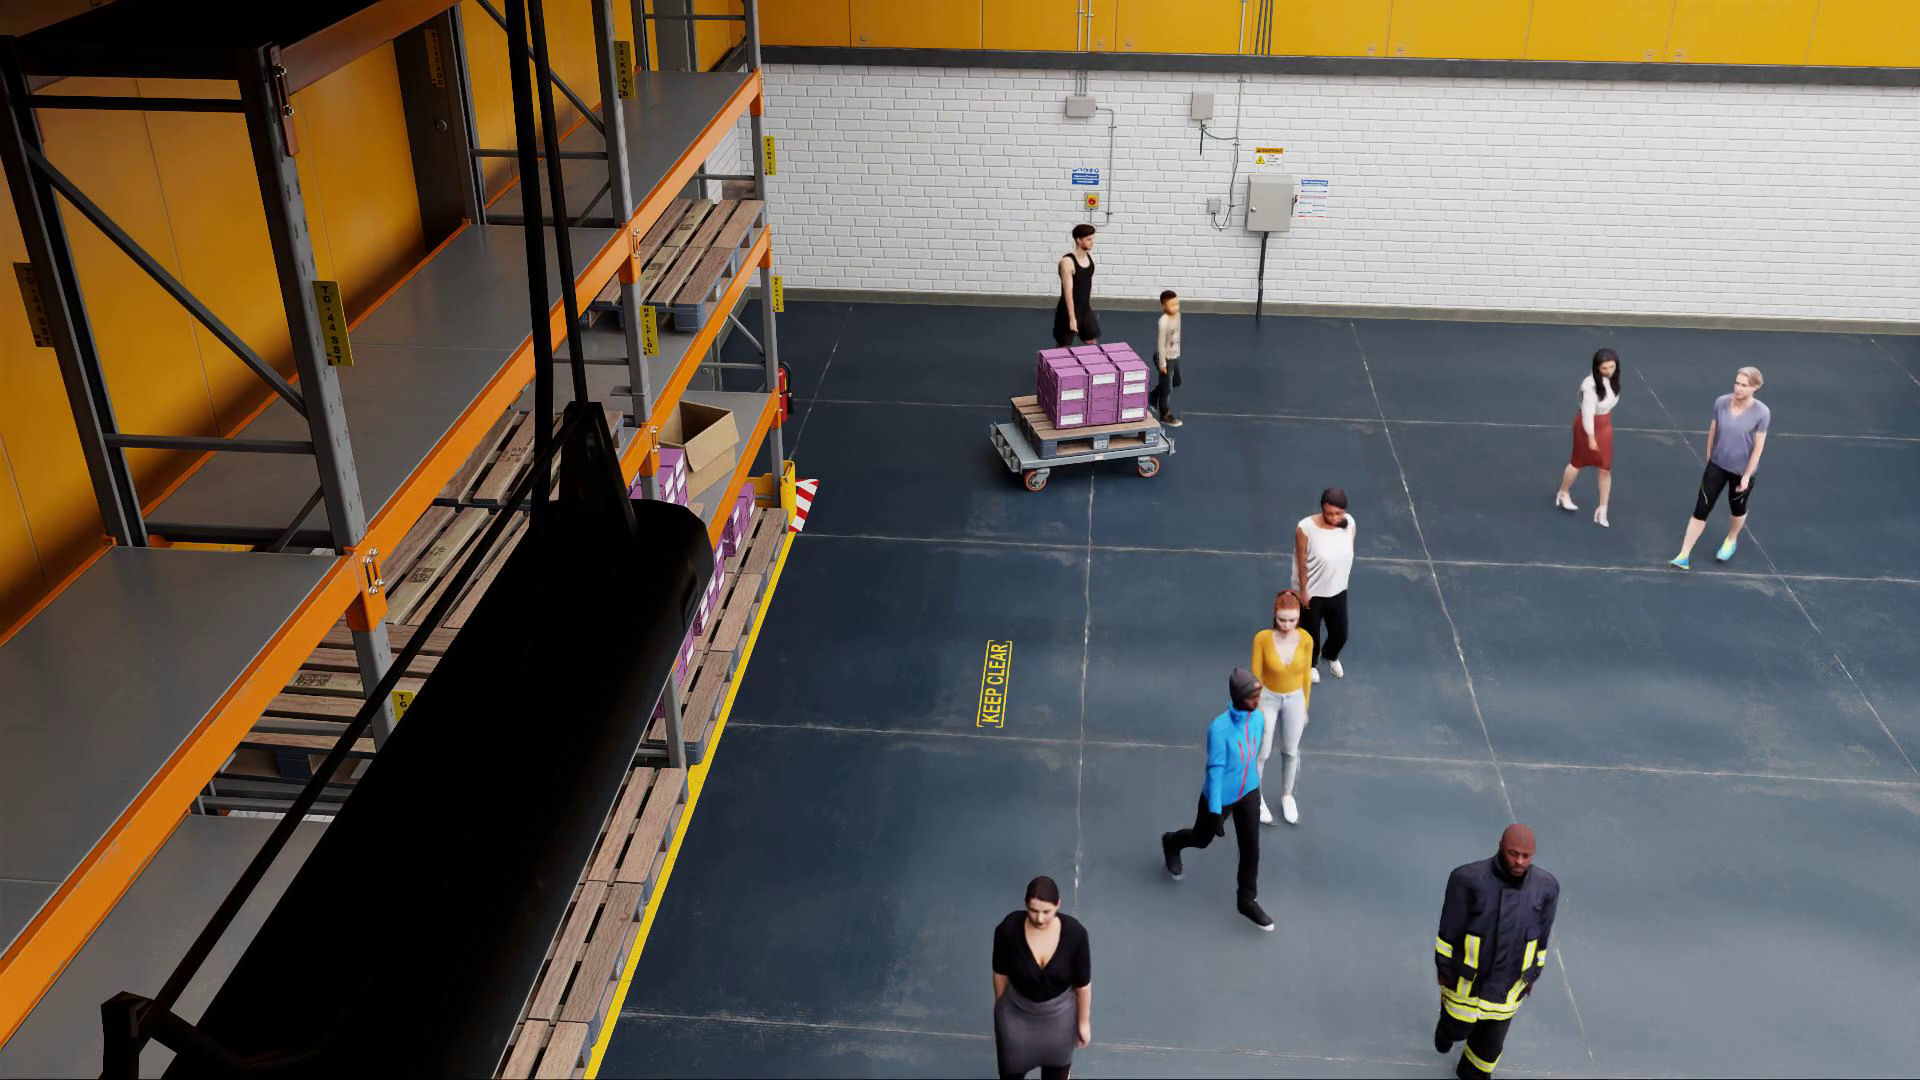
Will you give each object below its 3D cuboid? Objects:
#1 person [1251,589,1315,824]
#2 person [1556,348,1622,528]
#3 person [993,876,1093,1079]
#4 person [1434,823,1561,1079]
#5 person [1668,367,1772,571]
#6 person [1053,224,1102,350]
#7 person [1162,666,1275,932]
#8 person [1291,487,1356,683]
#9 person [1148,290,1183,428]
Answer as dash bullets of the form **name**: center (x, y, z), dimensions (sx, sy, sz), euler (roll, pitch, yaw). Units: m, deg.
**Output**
- **person**: center (2.137, 1.097, 11.196), dimensions (0.603, 1.747, 0.588), euler (-1, 29, -2)
- **person**: center (5.688, -0.980, 15.044), dimensions (0.908, 1.707, 1.019), euler (-19, 34, -31)
- **person**: center (0.432, 2.423, 8.760), dimensions (0.679, 1.750, 0.629), euler (1, 29, 2)
- **person**: center (2.862, 2.231, 9.045), dimensions (0.753, 1.815, 0.872), euler (4, 29, 7)
- **person**: center (6.641, -0.613, 14.236), dimensions (1.141, 1.837, 1.278), euler (25, 37, 37)
- **person**: center (1.137, -2.431, 17.540), dimensions (1.050, 1.864, 1.088), euler (-24, 37, -37)
- **person**: center (1.605, 1.550, 10.351), dimensions (1.058, 1.761, 1.230), euler (-16, 32, -27)
- **person**: center (2.740, 0.311, 12.716), dimensions (0.743, 1.670, 0.739), euler (-8, 30, -14)
- **person**: center (2.052, -1.865, 16.934), dimensions (0.784, 1.452, 0.754), euler (15, 32, 25)
